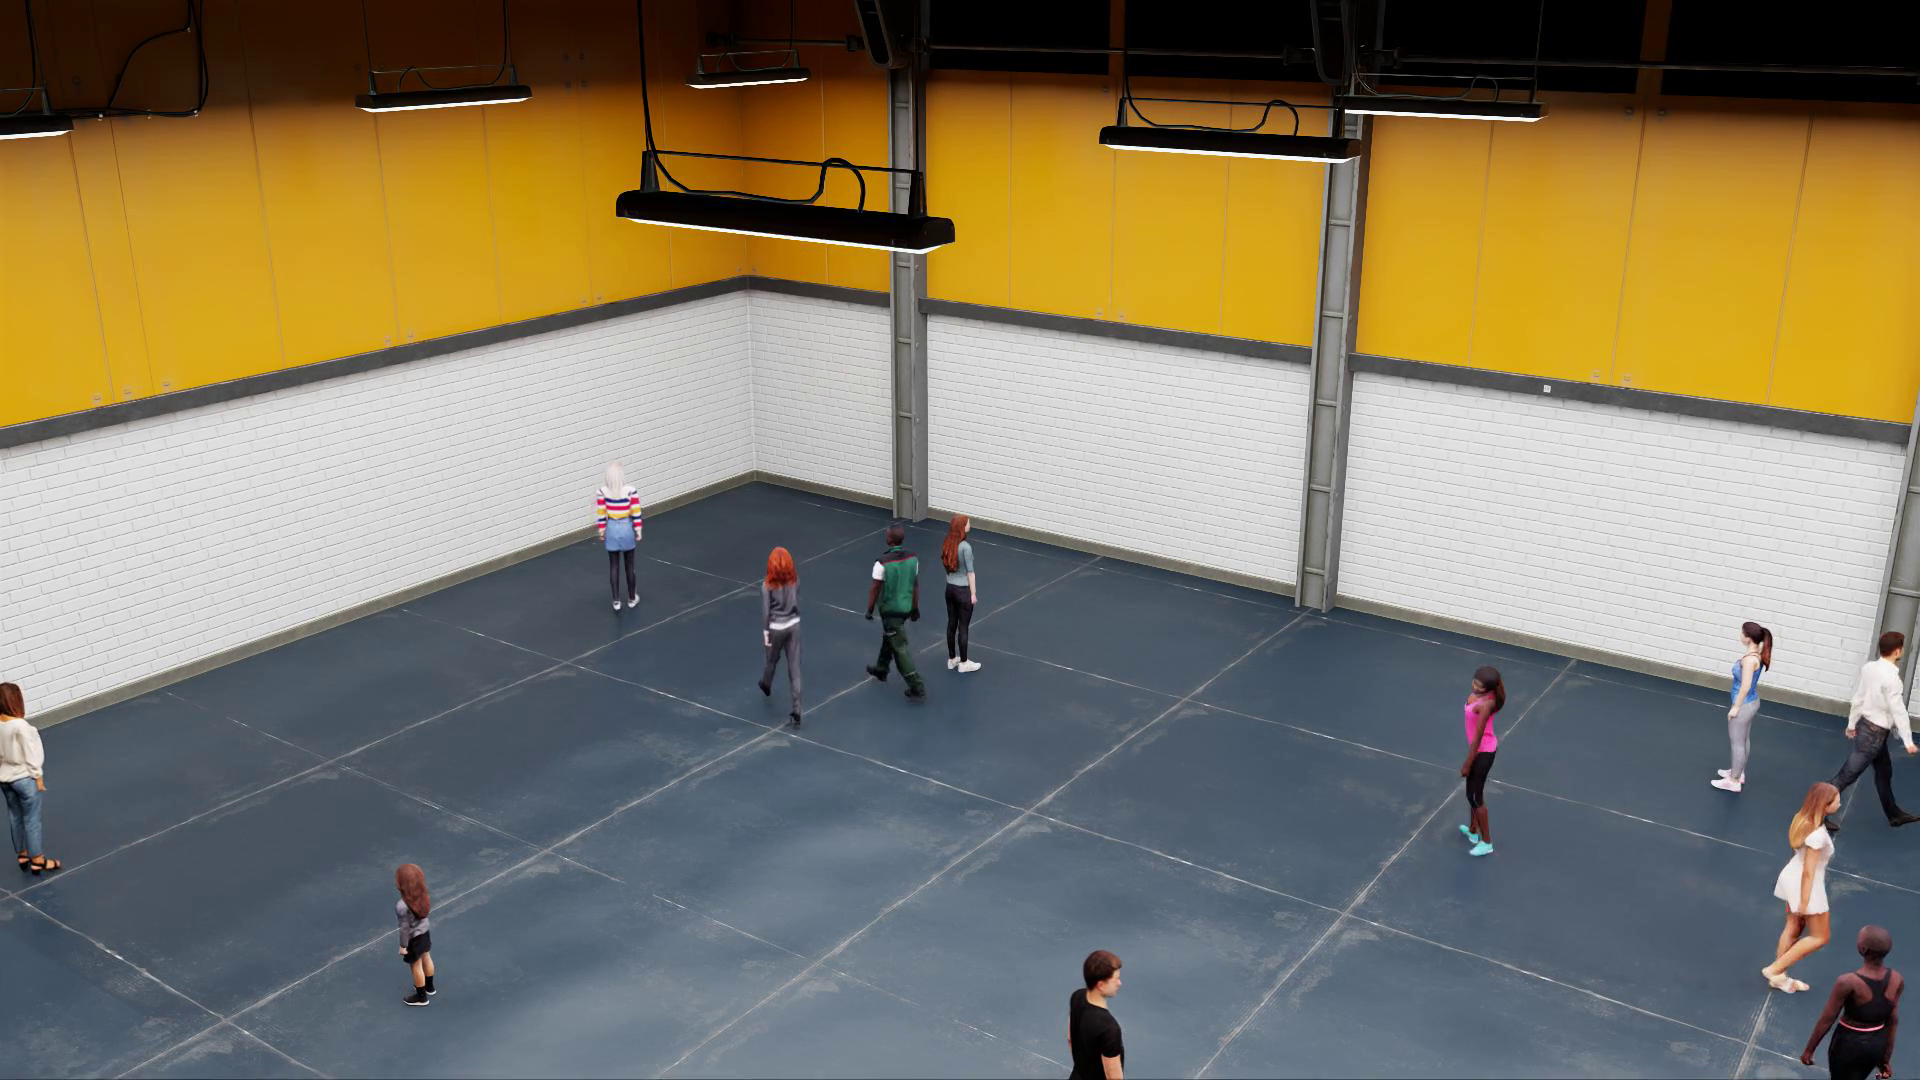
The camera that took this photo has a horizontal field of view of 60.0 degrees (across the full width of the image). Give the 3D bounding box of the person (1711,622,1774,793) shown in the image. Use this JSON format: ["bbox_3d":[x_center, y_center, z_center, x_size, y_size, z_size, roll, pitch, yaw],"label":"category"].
[{"bbox_3d":[7.135,1.502,15.137,0.545,1.609,0.567,14,23,36],"label":"person"}]

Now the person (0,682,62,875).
[{"bbox_3d":[-7.738,1.953,13.687,0.498,1.680,0.687,10,21,27],"label":"person"}]

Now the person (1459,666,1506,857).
[{"bbox_3d":[4.423,1.802,14.103,0.670,1.701,0.756,14,23,35],"label":"person"}]

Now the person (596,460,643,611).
[{"bbox_3d":[-3.991,-0.066,19.476,0.791,1.812,0.863,-1,19,-3],"label":"person"}]

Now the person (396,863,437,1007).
[{"bbox_3d":[-3.931,2.826,11.995,0.550,1.106,0.534,3,19,10],"label":"person"}]

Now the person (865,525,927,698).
[{"bbox_3d":[-0.618,0.771,17.017,0.846,1.796,1.276,-17,25,-40],"label":"person"}]

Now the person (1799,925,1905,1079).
[{"bbox_3d":[5.440,3.155,10.020,1.019,1.741,1.067,-2,19,-7],"label":"person"}]

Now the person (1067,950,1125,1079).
[{"bbox_3d":[0.770,3.215,9.657,0.836,1.860,0.720,-8,20,-22],"label":"person"}]

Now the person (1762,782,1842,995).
[{"bbox_3d":[6.011,2.510,12.023,0.736,1.686,0.687,3,19,9],"label":"person"}]

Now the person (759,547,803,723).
[{"bbox_3d":[-1.712,0.978,16.530,1.034,1.713,1.259,-8,20,-23],"label":"person"}]

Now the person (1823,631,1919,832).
[{"bbox_3d":[7.706,1.695,14.244,1.337,1.813,1.064,3,19,8],"label":"person"}]

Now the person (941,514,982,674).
[{"bbox_3d":[-0.005,0.560,17.725,0.686,1.743,0.555,-16,24,-38],"label":"person"}]
